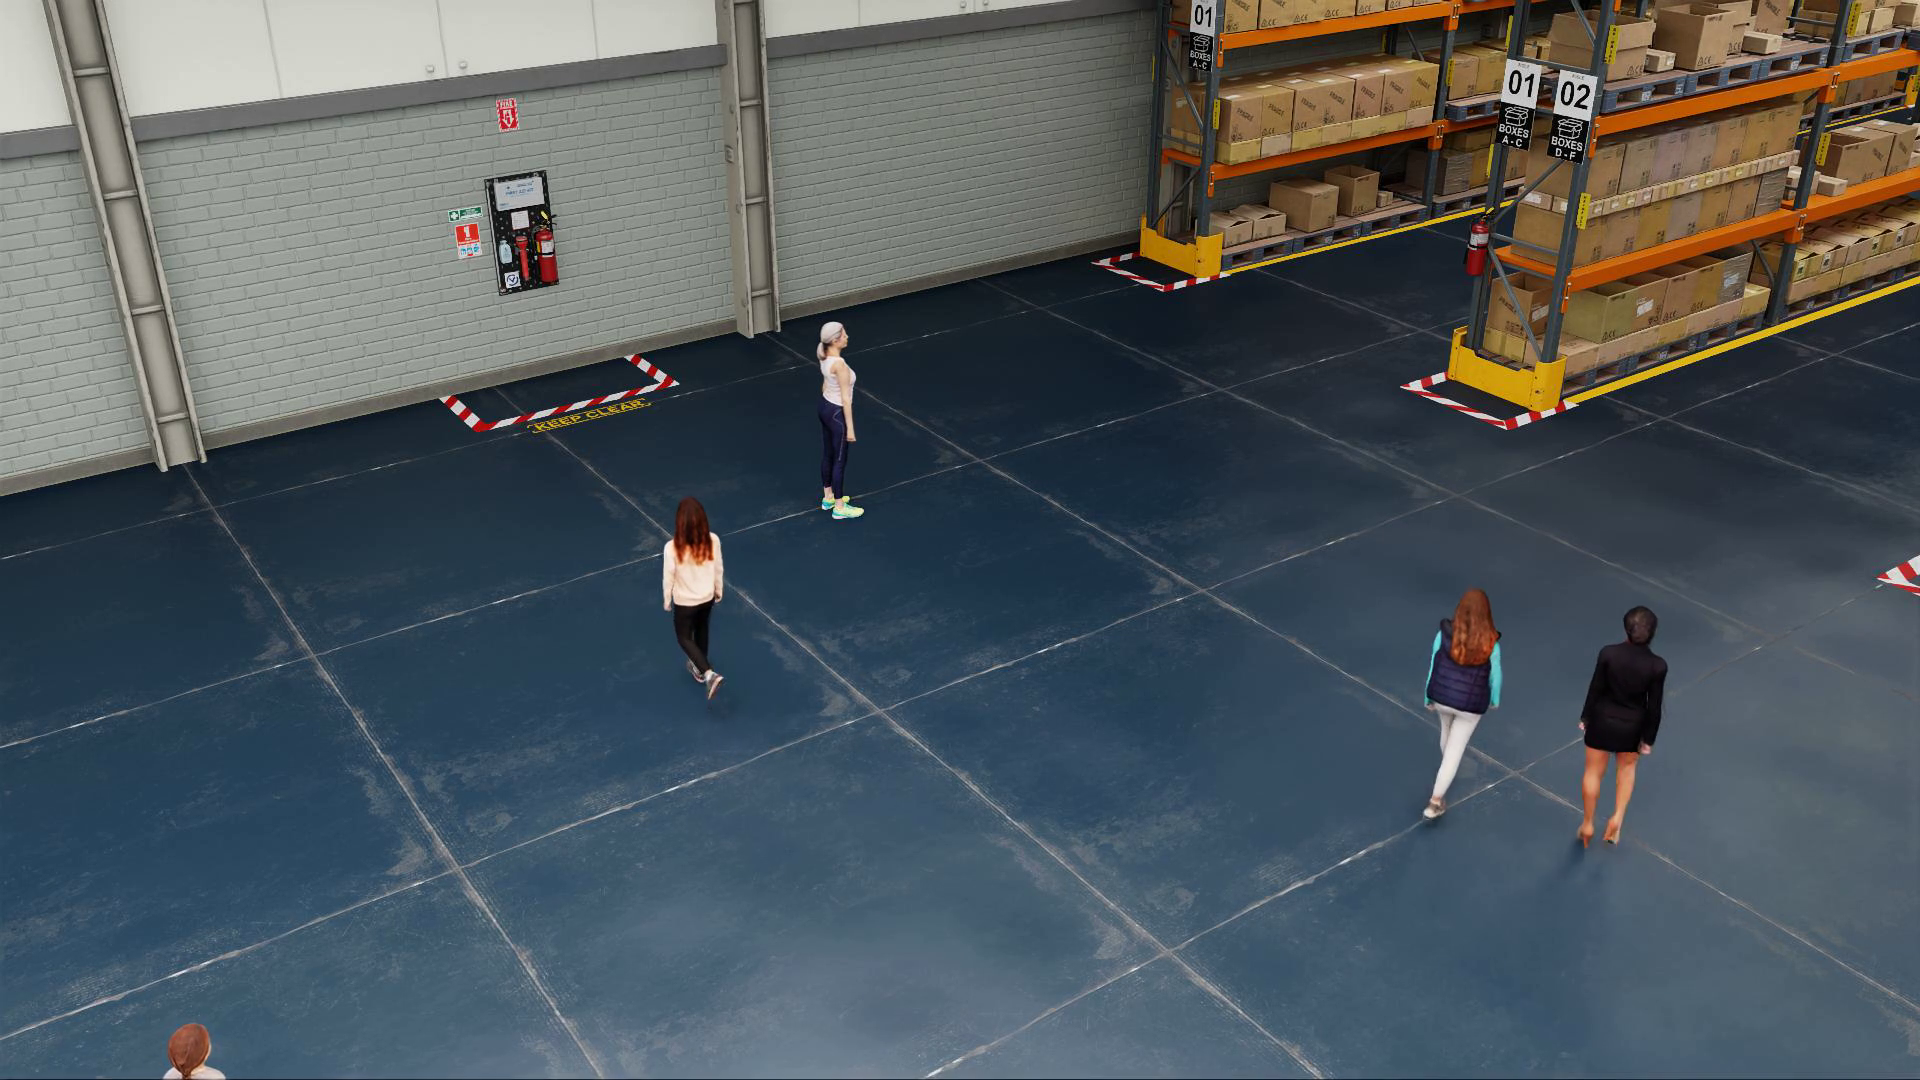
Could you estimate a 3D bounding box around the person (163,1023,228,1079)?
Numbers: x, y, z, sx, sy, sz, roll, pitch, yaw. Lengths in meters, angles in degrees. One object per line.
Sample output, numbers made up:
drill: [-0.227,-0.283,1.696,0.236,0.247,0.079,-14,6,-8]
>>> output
person: [-3.334,2.637,7.370,0.542,1.194,0.605,4,28,8]

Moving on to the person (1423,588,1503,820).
person: [3.041,1.028,10.204,0.797,1.460,1.073,18,32,30]

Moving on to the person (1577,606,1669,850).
person: [3.855,1.162,9.761,0.700,1.627,0.752,8,28,16]

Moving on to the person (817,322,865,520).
person: [-1.047,-1.015,13.907,0.563,1.702,0.625,-13,30,-24]

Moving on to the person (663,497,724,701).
person: [-1.807,0.416,11.382,0.782,1.470,0.648,-18,32,-32]
